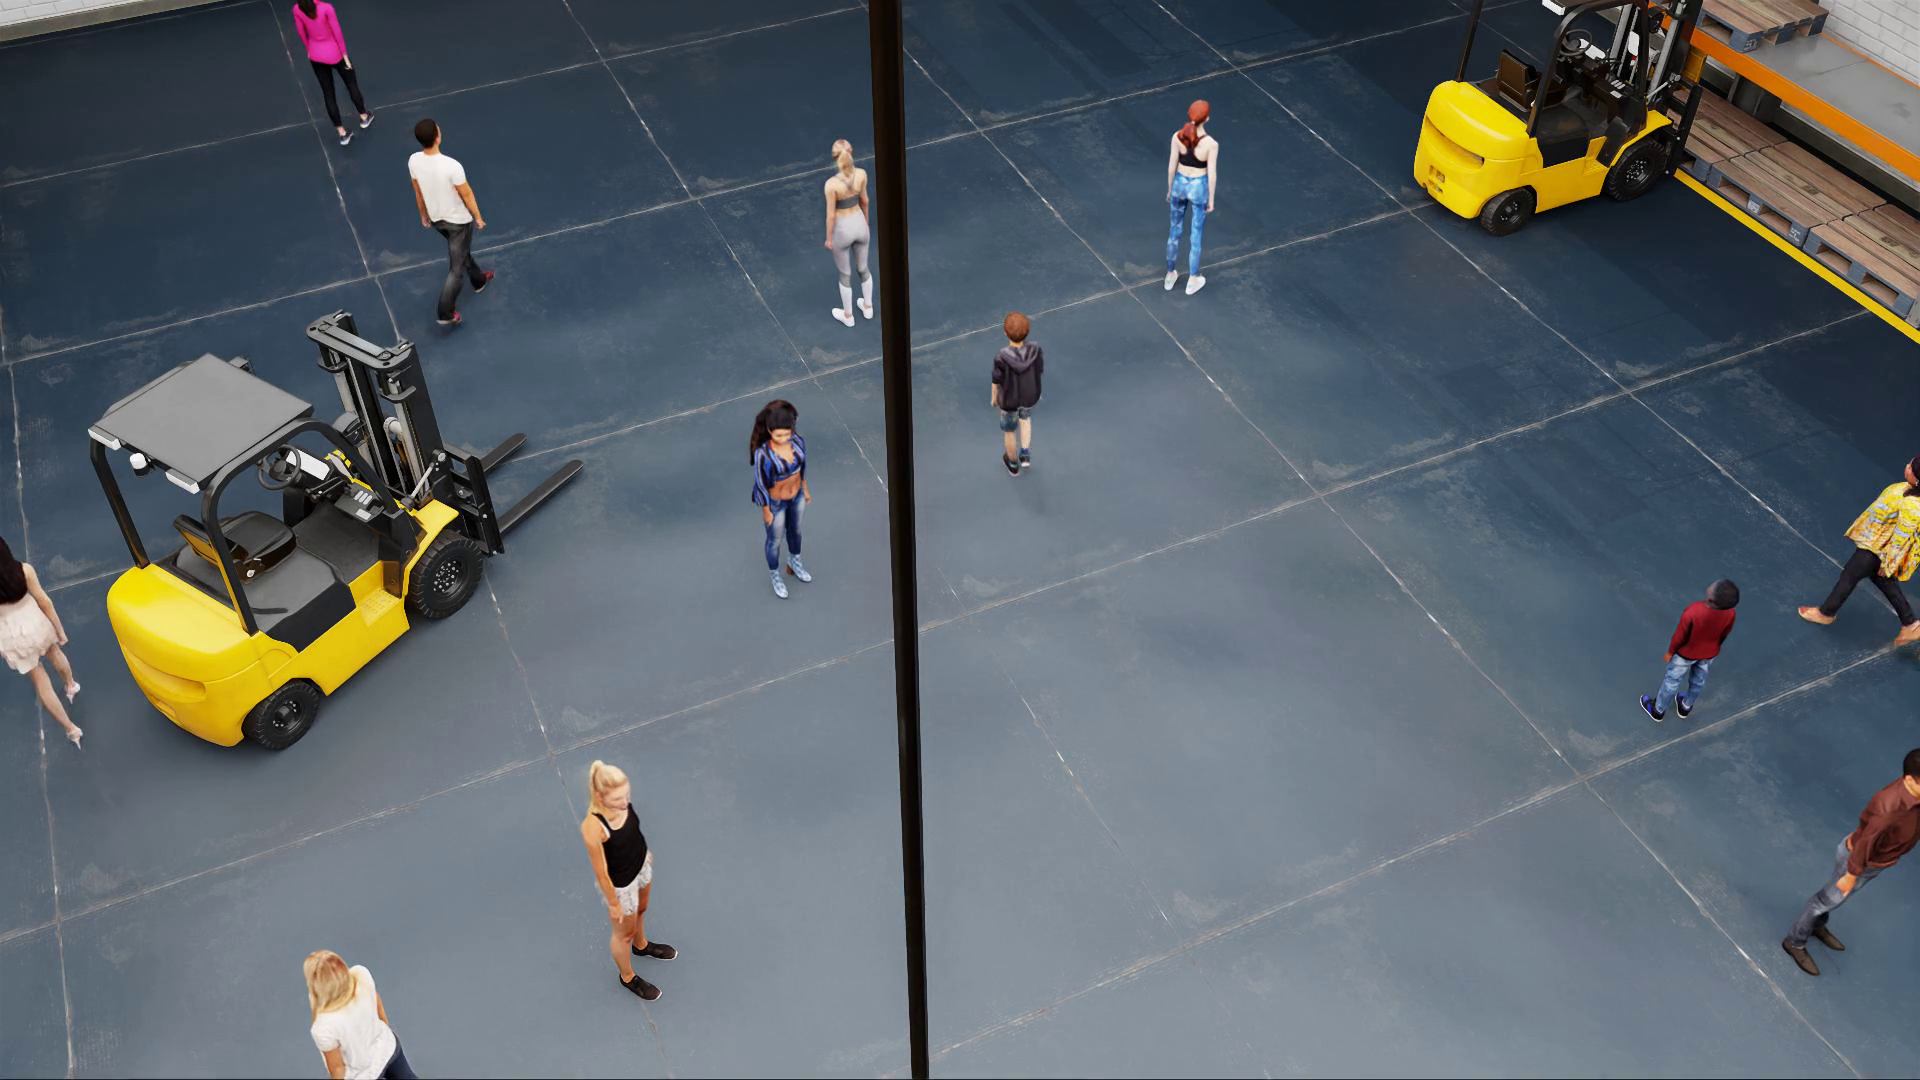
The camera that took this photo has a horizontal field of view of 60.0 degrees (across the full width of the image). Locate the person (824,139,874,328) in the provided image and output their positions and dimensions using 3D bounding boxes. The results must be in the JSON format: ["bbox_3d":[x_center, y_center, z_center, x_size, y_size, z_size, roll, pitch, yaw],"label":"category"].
[{"bbox_3d":[-0.911,-2.535,13.727,0.588,1.707,0.550,-24,48,-23],"label":"person"}]

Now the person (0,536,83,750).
[{"bbox_3d":[-5.807,0.664,10.367,0.631,1.709,0.845,-24,48,-23],"label":"person"}]

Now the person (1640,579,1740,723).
[{"bbox_3d":[4.718,0.698,10.662,0.570,1.254,0.590,-3,44,-3],"label":"person"}]

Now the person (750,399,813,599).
[{"bbox_3d":[-1.218,-0.290,11.431,0.666,1.623,0.646,-32,52,-29],"label":"person"}]

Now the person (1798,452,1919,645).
[{"bbox_3d":[6.239,0.080,11.036,1.123,1.633,0.940,31,52,28],"label":"person"}]

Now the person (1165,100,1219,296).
[{"bbox_3d":[1.942,-2.899,14.060,0.670,1.784,0.735,16,46,16],"label":"person"}]

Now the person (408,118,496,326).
[{"bbox_3d":[-4.269,-2.604,13.763,1.150,1.767,1.210,14,45,15],"label":"person"}]

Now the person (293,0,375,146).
[{"bbox_3d":[-6.063,-4.566,15.880,0.801,1.688,0.924,1,44,1],"label":"person"}]

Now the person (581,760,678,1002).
[{"bbox_3d":[-1.834,1.812,9.064,0.746,1.845,0.664,11,45,11],"label":"person"}]

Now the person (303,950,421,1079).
[{"bbox_3d":[-2.921,2.597,8.266,0.713,1.809,0.641,11,45,11],"label":"person"}]

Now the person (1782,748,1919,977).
[{"bbox_3d":[5.004,1.740,9.187,0.674,1.780,0.564,-25,49,-24],"label":"person"}]

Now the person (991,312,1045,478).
[{"bbox_3d":[0.444,-1.039,12.348,0.567,1.443,0.569,-12,45,-12],"label":"person"}]
